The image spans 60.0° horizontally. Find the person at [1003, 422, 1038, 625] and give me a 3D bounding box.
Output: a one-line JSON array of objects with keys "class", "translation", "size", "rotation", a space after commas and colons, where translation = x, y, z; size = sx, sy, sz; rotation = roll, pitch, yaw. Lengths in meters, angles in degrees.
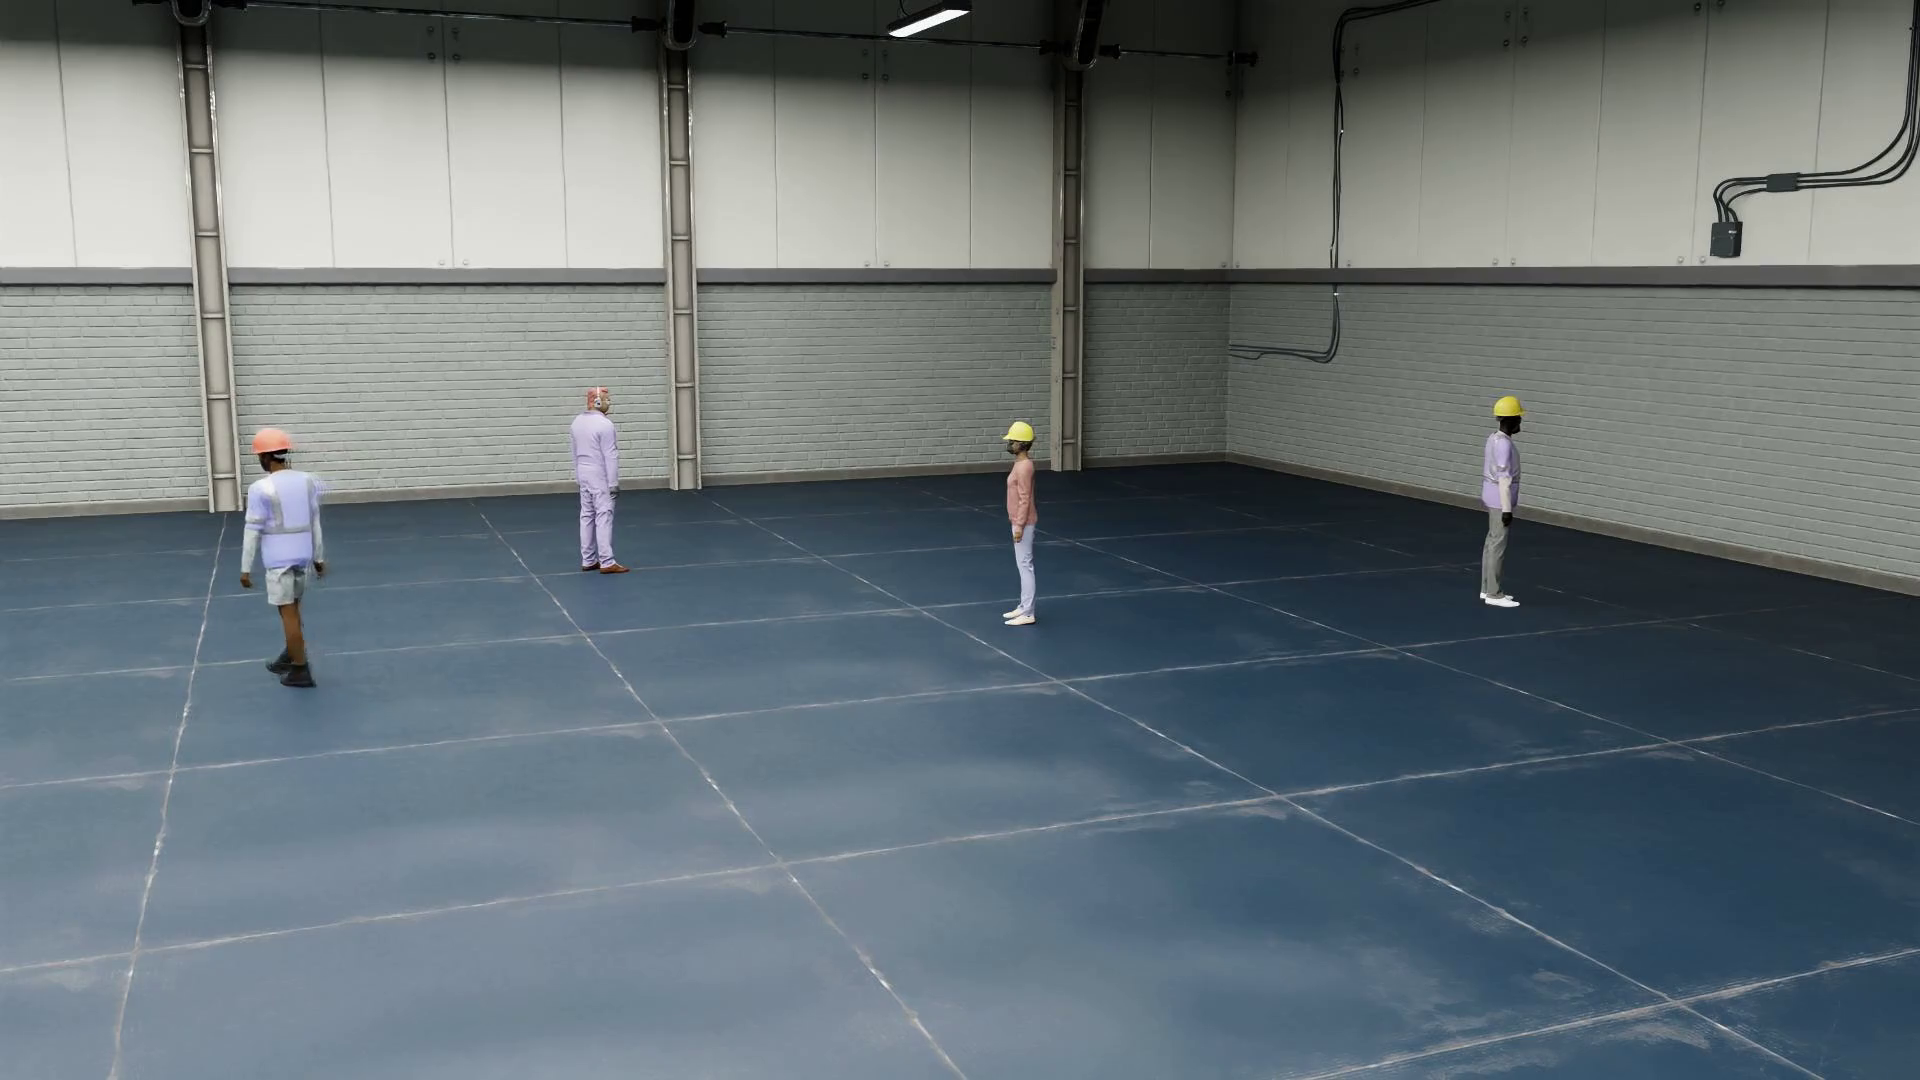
[{"class": "person", "translation": [0.523, -0.143, 14.468], "size": [0.304, 1.772, 0.529], "rotation": [0, 9, 1]}]

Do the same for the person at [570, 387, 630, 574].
[{"class": "person", "translation": [-3.677, -0.609, 16.976], "size": [0.641, 1.904, 0.401], "rotation": [8, 12, 43]}]

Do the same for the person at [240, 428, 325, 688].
[{"class": "person", "translation": [-5.080, 0.129, 12.280], "size": [0.735, 1.916, 0.575], "rotation": [5, 10, 28]}]

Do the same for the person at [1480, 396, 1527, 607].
[{"class": "person", "translation": [4.992, -0.357, 15.298], "size": [0.353, 1.930, 0.594], "rotation": [1, 9, 9]}]
